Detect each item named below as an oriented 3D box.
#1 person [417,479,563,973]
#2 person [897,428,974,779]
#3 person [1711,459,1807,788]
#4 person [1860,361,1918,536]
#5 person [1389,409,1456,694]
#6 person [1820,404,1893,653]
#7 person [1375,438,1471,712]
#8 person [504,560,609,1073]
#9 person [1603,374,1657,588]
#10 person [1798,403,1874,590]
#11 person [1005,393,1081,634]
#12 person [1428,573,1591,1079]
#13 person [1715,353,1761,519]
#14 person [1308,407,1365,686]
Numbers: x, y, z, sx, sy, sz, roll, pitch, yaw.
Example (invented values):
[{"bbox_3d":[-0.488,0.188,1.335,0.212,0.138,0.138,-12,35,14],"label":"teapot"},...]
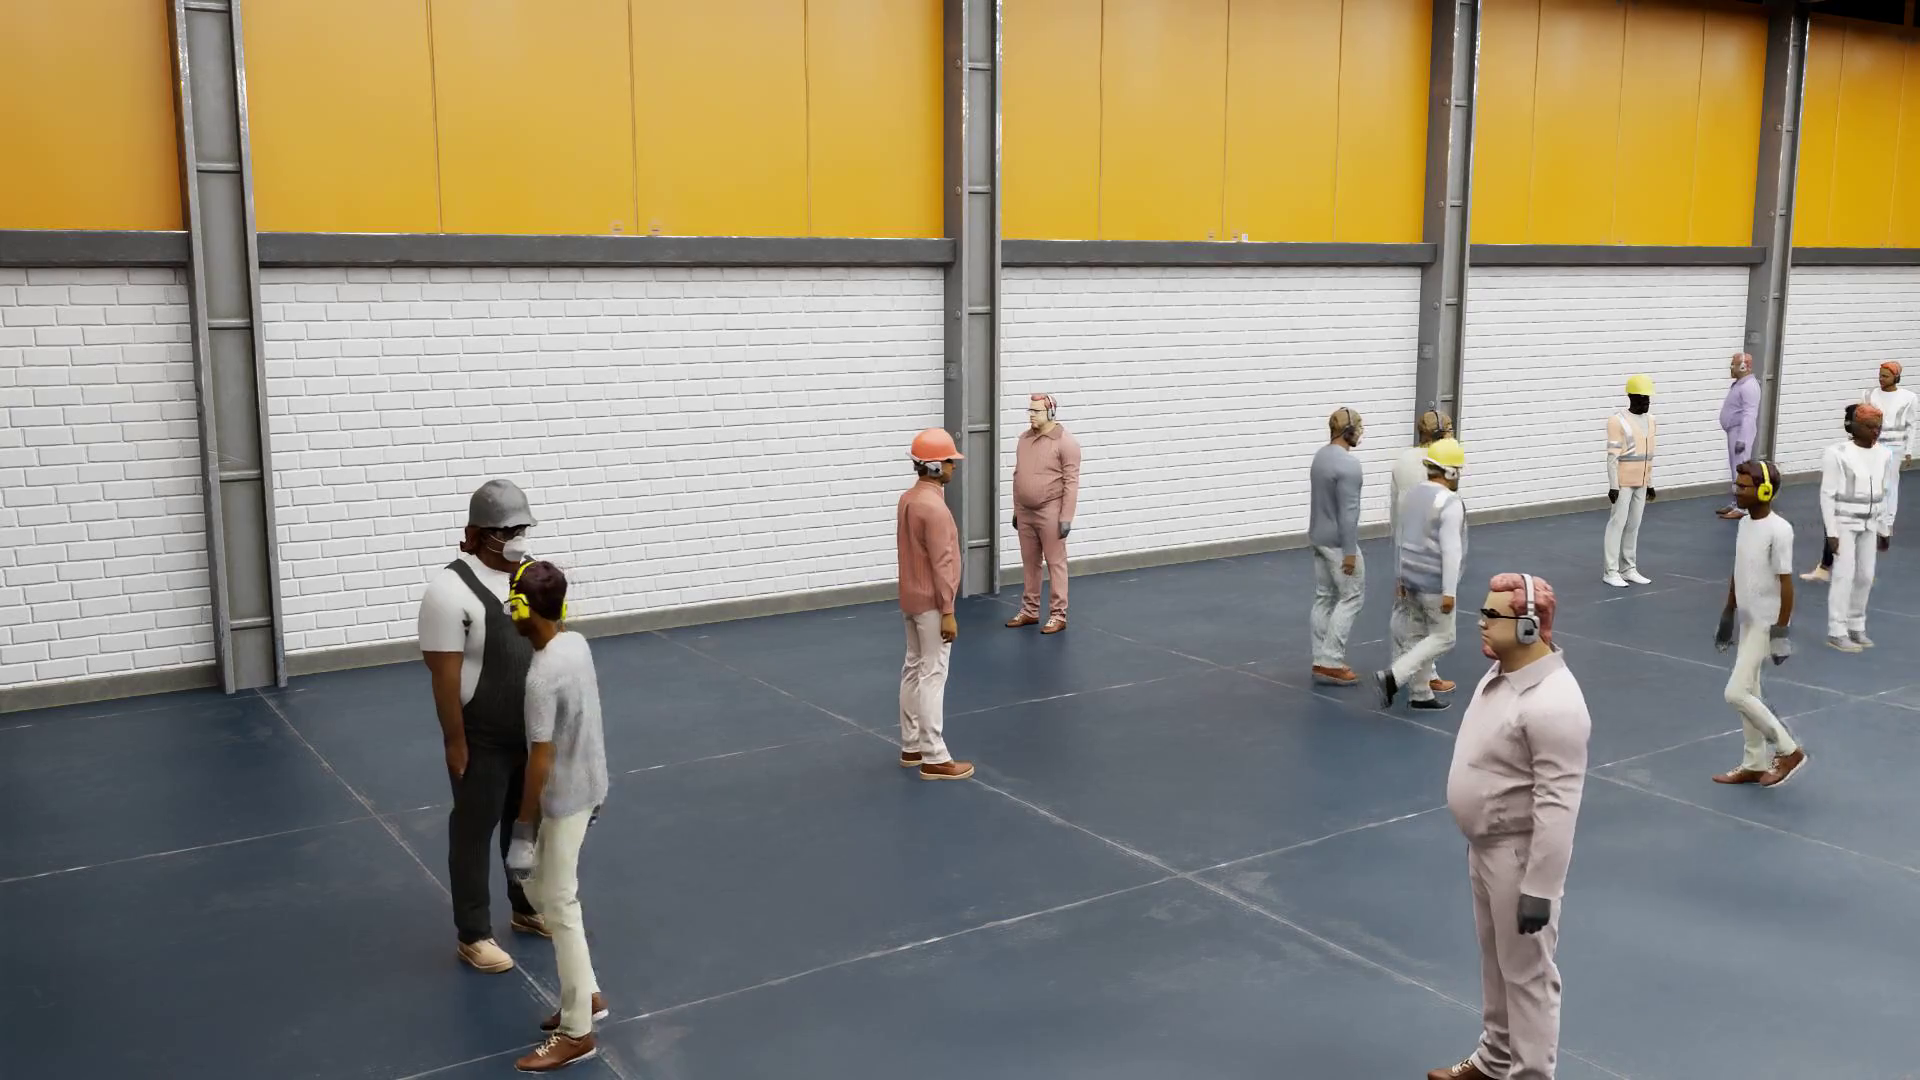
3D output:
[{"bbox_3d":[-1.878,0.751,6.981,0.536,2.000,0.680,6,11,30],"label":"person"},{"bbox_3d":[-0.161,0.358,9.485,0.378,1.996,0.610,-4,10,-22],"label":"person"},{"bbox_3d":[4.402,0.478,9.194,0.405,1.860,0.505,1,9,6],"label":"person"},{"bbox_3d":[9.934,-0.981,17.891,0.574,1.884,0.361,9,13,42],"label":"person"},{"bbox_3d":[3.169,0.076,11.358,0.355,1.937,0.635,-3,10,-19],"label":"person"},{"bbox_3d":[6.766,-0.086,12.564,0.614,1.873,0.428,-2,10,-14],"label":"person"},{"bbox_3d":[2.949,0.253,10.649,0.620,1.815,0.612,-3,10,-18],"label":"person"},{"bbox_3d":[-1.484,0.995,6.082,0.363,1.851,0.646,0,9,-2],"label":"person"},{"bbox_3d":[6.101,-0.540,15.101,0.587,1.927,0.362,-6,11,-31],"label":"person"},{"bbox_3d":[7.907,-0.387,14.913,0.709,1.668,0.557,2,10,12],"label":"person"},{"bbox_3d":[0.643,-0.215,13.206,0.640,1.909,0.409,9,13,44],"label":"person"},{"bbox_3d":[1.832,1.051,5.579,0.402,1.909,0.639,0,9,2],"label":"person"},{"bbox_3d":[8.939,-1.197,19.122,0.403,1.906,0.651,3,10,19],"label":"person"},{"bbox_3d":[2.617,0.040,11.587,0.374,1.932,0.652,-1,10,-8],"label":"person"}]
